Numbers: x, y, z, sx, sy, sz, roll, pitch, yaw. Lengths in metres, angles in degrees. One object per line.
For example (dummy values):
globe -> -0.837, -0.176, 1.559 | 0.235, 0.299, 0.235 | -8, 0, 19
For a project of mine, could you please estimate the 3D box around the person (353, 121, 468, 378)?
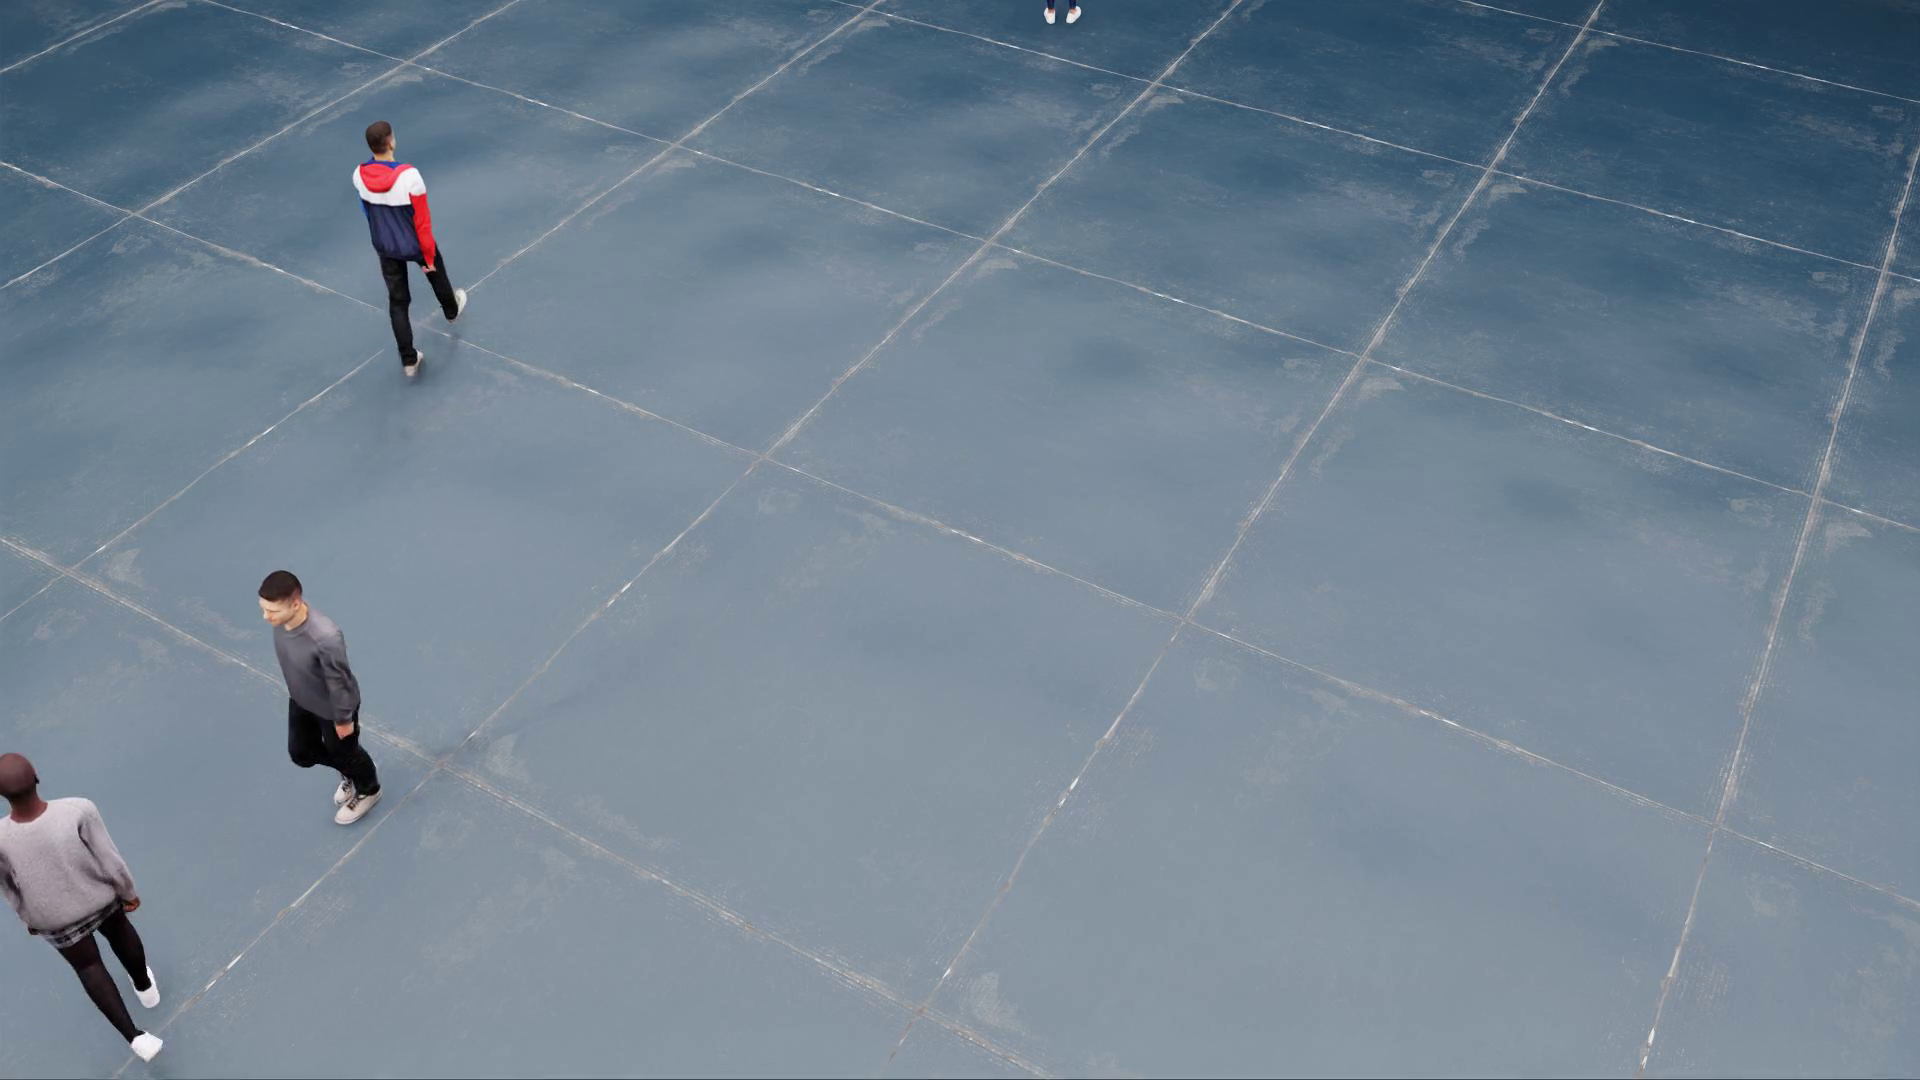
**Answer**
person -> -3.723, -1.893, 11.040 | 1.000, 1.708, 1.248 | 2, 42, 2

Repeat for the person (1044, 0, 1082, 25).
person -> 0.933, -5.547, 15.013 | 0.682, 1.776, 0.662 | 5, 43, 6

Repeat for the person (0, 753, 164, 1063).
person -> -3.775, 1.617, 7.142 | 1.015, 1.753, 0.940 | -20, 46, -21

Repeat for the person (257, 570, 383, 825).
person -> -3.035, 0.725, 8.130 | 0.644, 1.746, 0.603 | 26, 48, 26
